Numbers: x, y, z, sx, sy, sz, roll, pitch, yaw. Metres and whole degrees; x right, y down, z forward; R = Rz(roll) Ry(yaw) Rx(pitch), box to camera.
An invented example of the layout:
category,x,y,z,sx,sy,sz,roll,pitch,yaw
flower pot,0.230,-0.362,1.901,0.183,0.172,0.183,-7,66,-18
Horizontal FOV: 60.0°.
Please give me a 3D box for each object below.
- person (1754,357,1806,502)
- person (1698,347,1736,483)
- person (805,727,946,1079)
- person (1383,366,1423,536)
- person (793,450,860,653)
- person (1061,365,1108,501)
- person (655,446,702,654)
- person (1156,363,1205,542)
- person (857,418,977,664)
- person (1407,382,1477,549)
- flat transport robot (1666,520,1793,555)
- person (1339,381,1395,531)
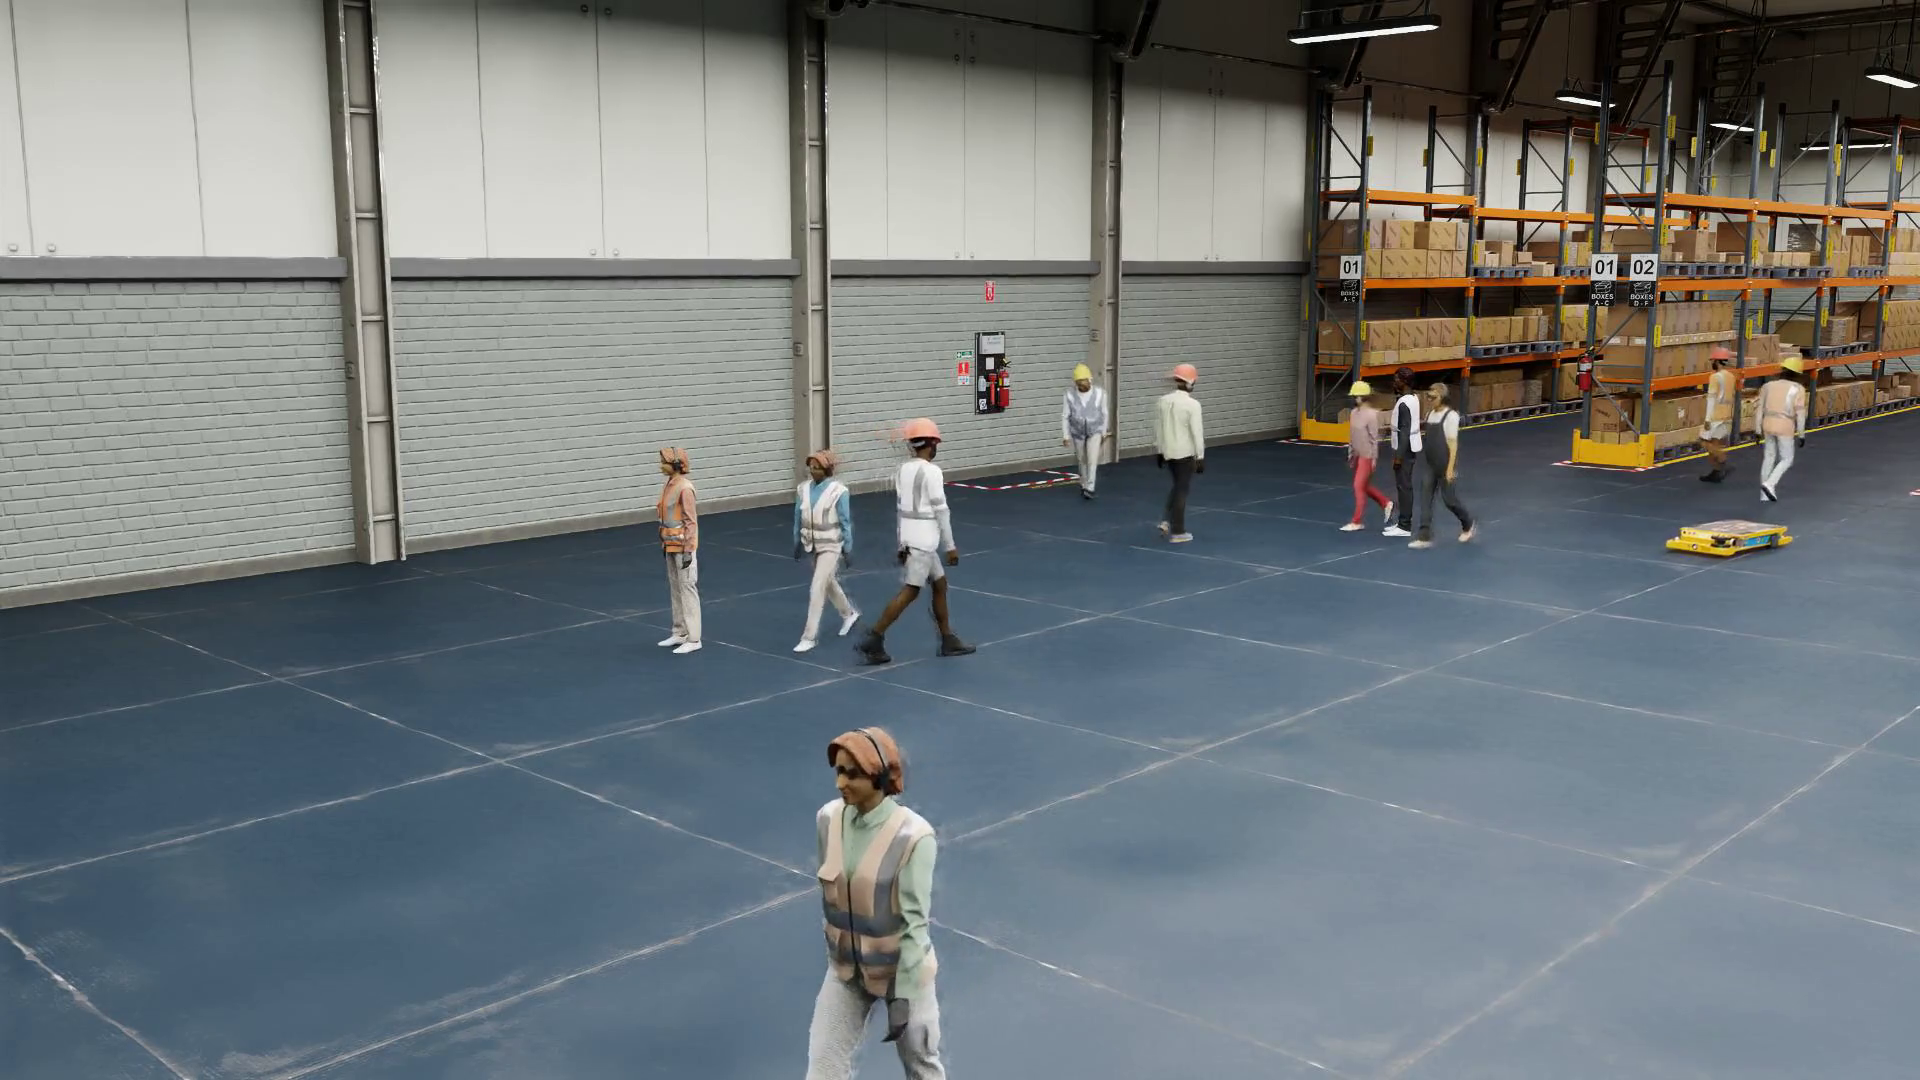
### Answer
category,x,y,z,sx,sy,sz,roll,pitch,yaw
person,10.525,-1.405,21.389,0.517,1.894,0.665,-6,11,-32
person,10.650,-1.741,23.336,0.564,1.918,0.483,-7,12,-37
person,-0.318,1.392,5.220,0.518,1.600,0.836,7,12,36
person,5.024,-0.999,18.814,0.391,1.920,0.593,3,10,19
person,-1.073,0.052,13.395,0.522,1.599,0.852,7,11,35
person,1.627,-1.401,21.736,0.599,1.763,0.990,1,9,9
person,-2.218,0.075,13.120,0.311,1.638,0.523,-5,11,-29
person,2.452,-0.952,18.334,0.440,1.979,0.654,-6,11,-33
person,-0.361,0.007,12.792,0.973,1.889,0.561,-4,10,-23
person,5.246,-0.808,17.982,0.841,1.821,0.530,-5,11,-28
flat transport robot,8.326,-0.039,17.971,1.431,0.197,0.652,-7,12,-36
person,4.731,-0.974,19.186,0.681,1.744,0.535,-2,10,-15
